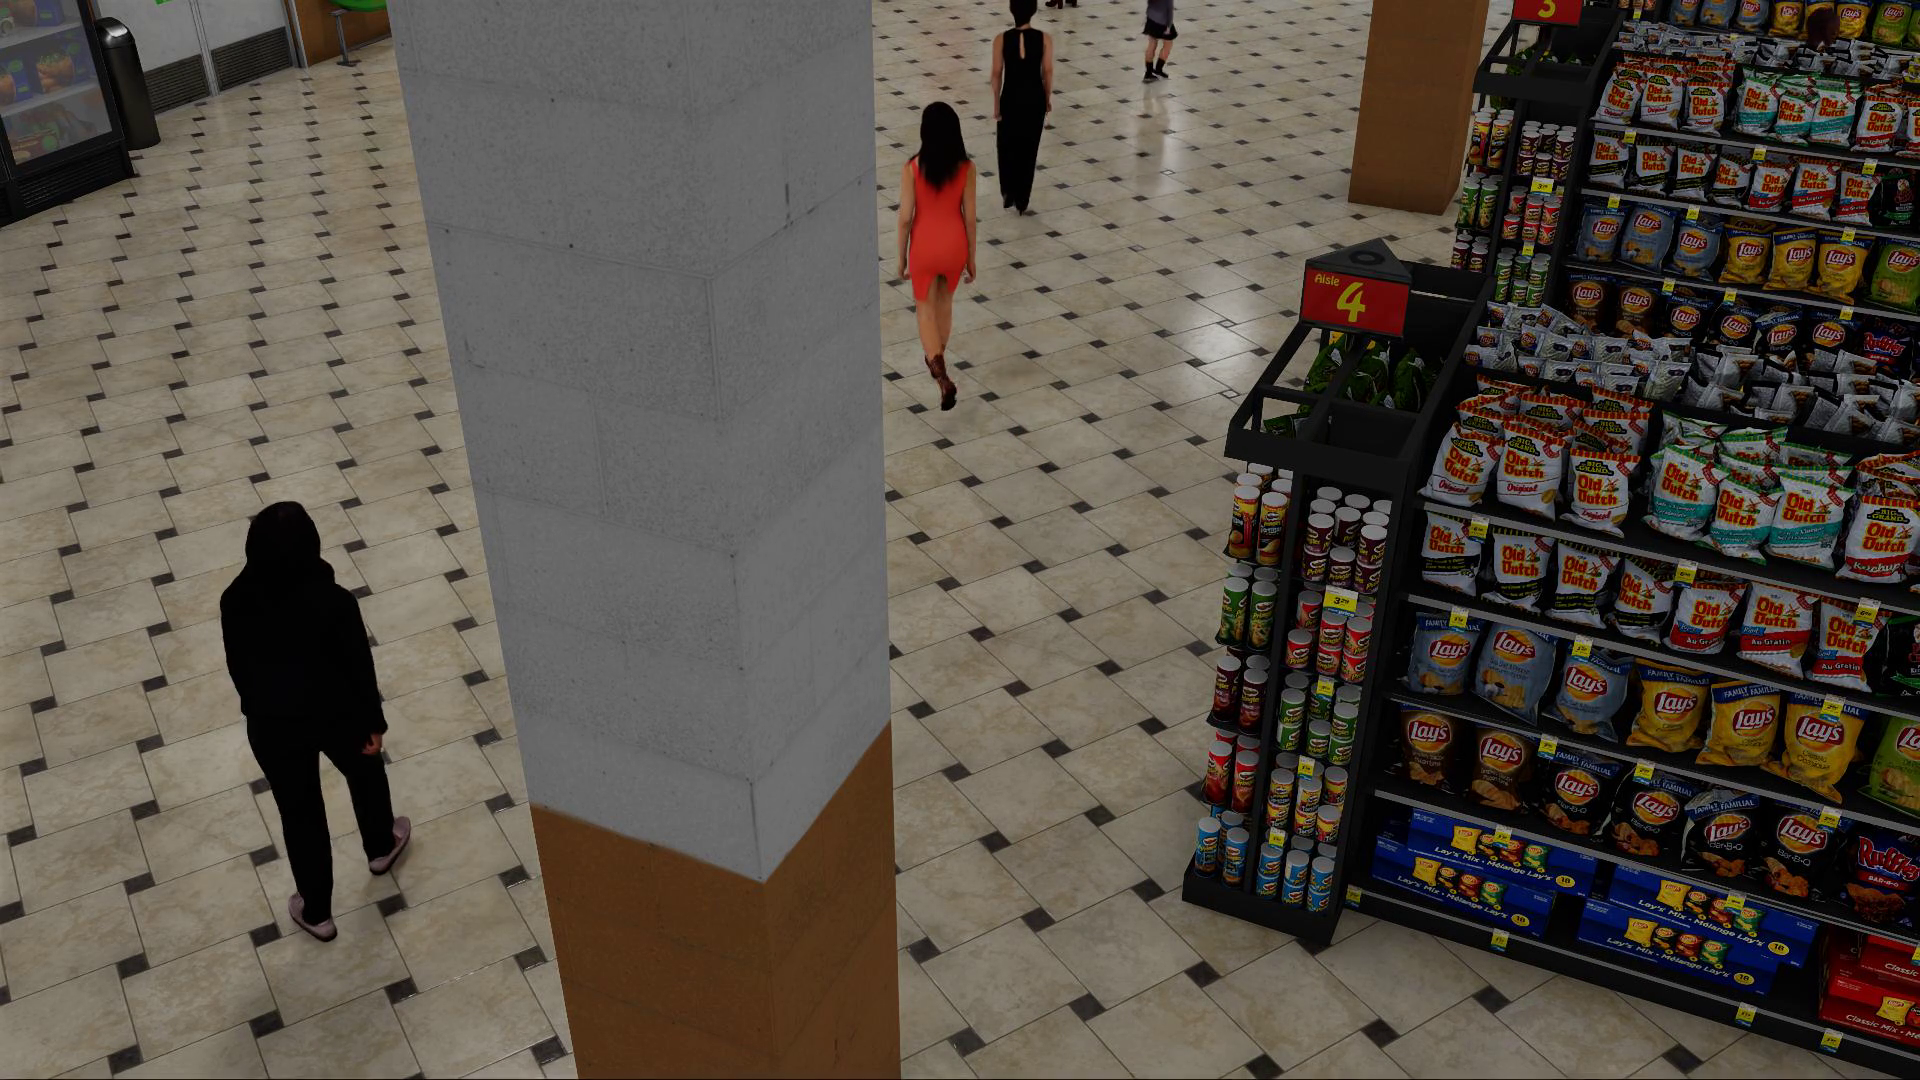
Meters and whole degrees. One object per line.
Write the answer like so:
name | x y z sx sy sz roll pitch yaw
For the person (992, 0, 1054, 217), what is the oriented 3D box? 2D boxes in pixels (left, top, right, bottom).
person | 0.434 -3.014 11.631 0.658 1.592 0.743 0 32 1

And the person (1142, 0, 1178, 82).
person | 1.715 -4.577 14.616 0.614 1.093 0.519 -26 40 -35

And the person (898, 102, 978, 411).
person | -0.105 -1.530 9.152 1.090 1.691 1.062 -6 32 -10

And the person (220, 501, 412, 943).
person | -2.256 0.658 5.731 0.906 1.592 0.938 -7 33 -11

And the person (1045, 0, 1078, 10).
person | 1.058 -6.239 16.704 0.654 1.709 0.676 -18 36 -26
